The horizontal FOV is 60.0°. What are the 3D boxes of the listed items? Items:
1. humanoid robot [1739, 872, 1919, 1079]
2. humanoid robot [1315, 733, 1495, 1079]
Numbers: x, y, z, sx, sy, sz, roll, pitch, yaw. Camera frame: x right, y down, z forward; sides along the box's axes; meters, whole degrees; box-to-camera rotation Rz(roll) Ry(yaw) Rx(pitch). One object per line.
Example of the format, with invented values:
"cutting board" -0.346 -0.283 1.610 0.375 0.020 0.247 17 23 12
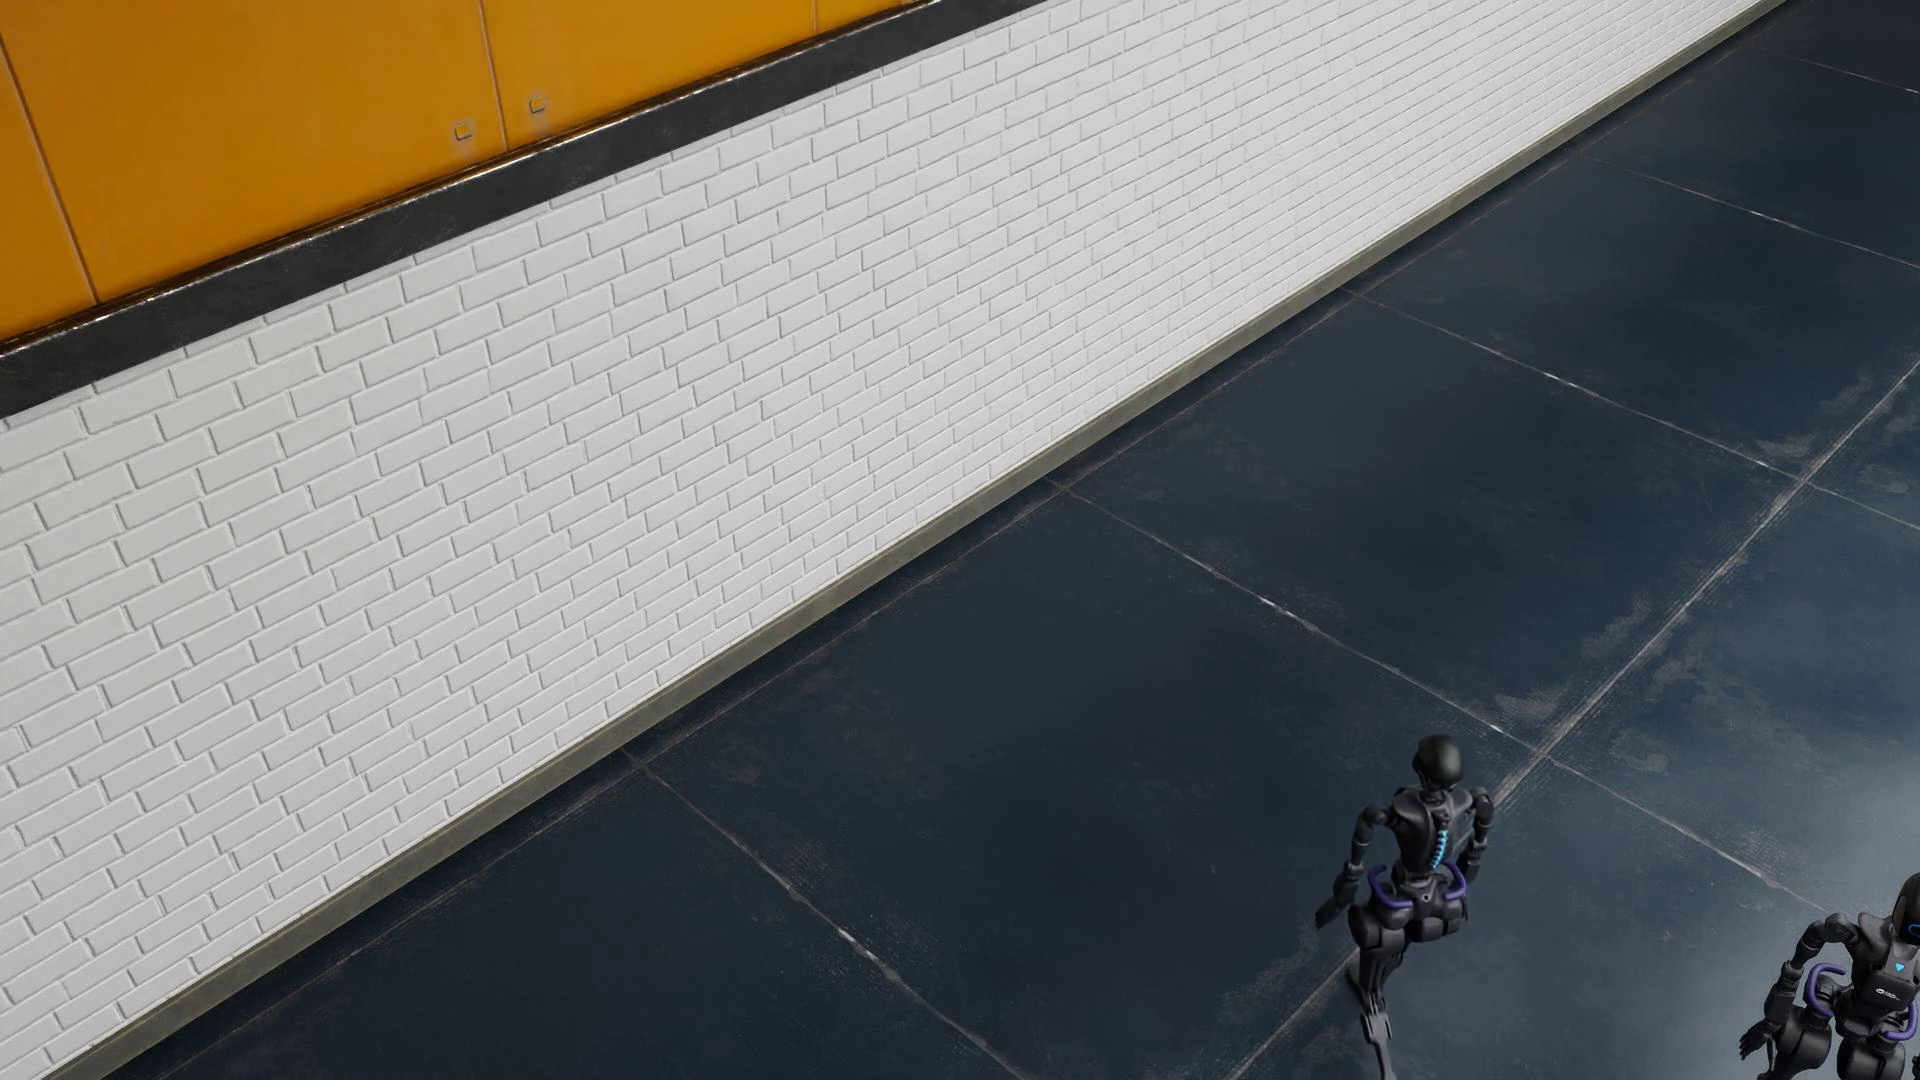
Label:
"humanoid robot" 3.020 1.701 5.654 0.599 1.657 0.315 17 42 20
"humanoid robot" 1.658 1.381 6.109 0.593 1.648 0.743 -7 39 -9
